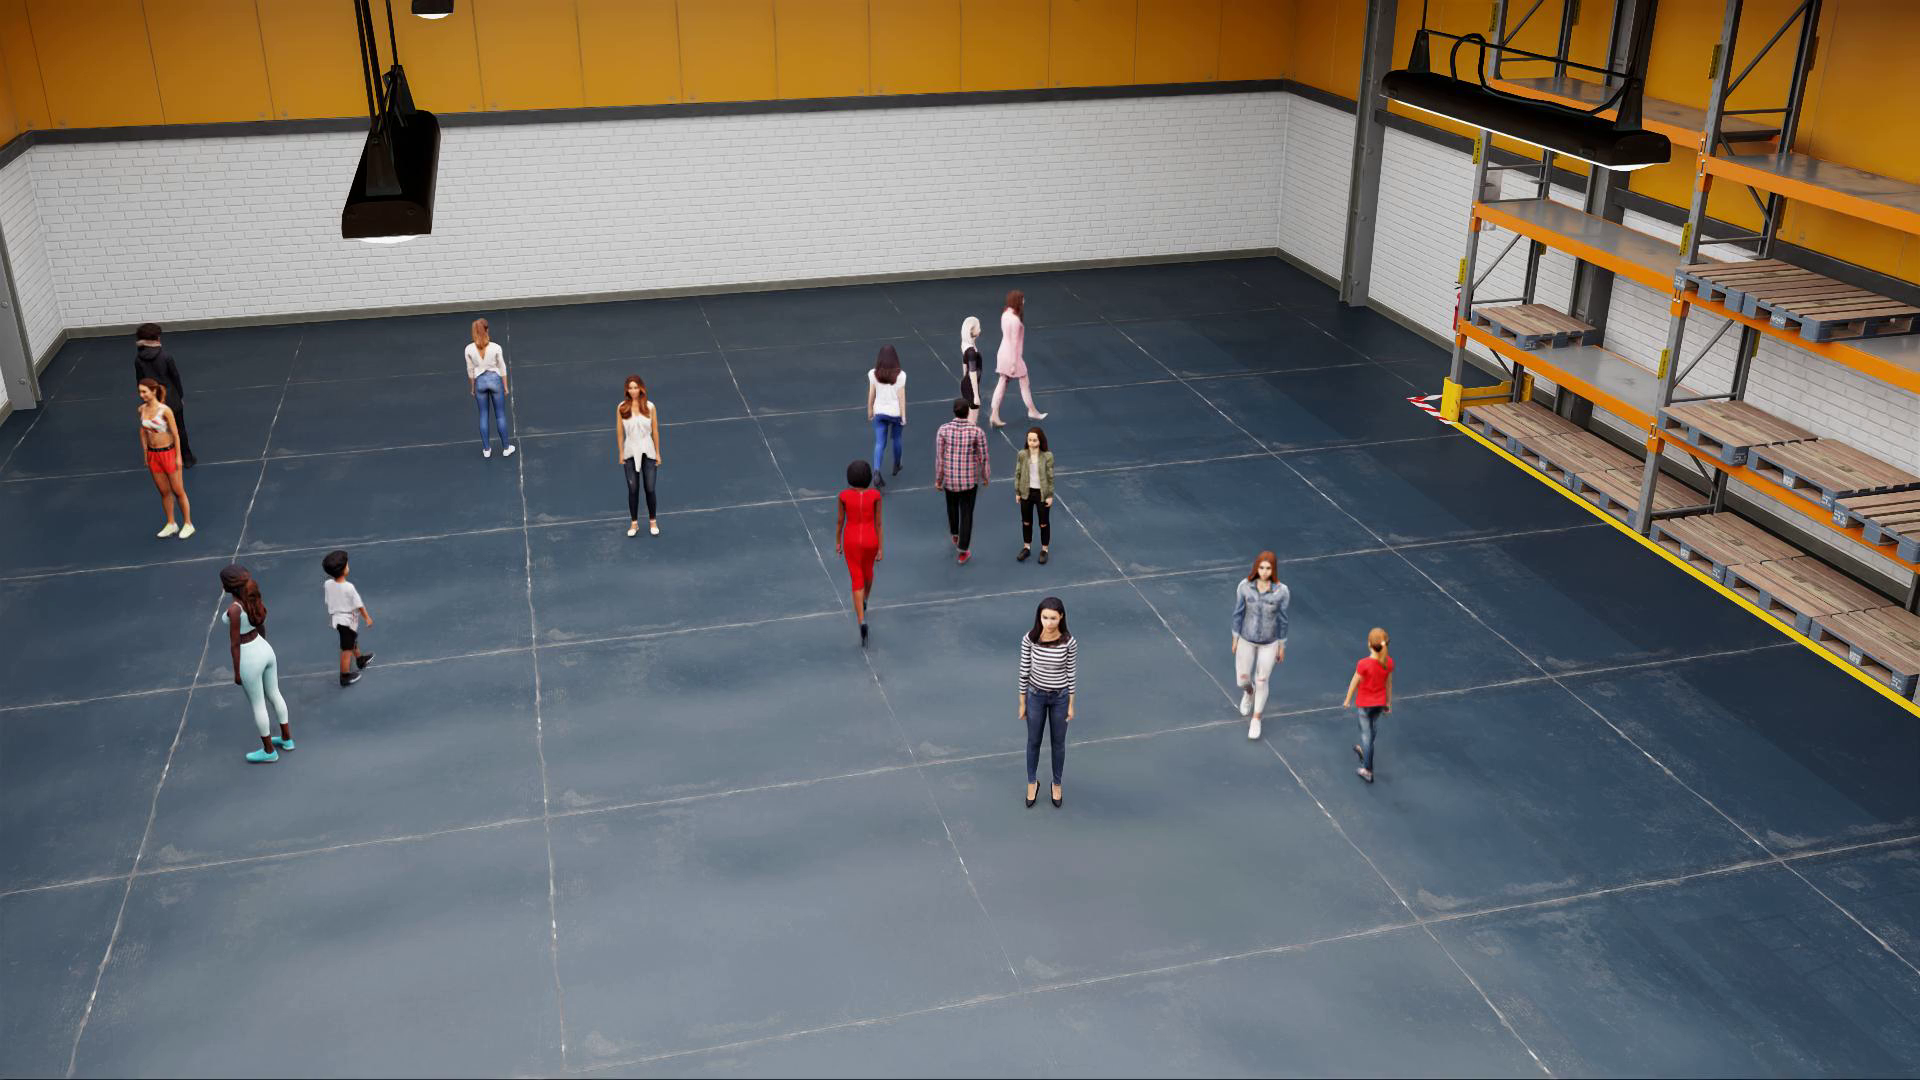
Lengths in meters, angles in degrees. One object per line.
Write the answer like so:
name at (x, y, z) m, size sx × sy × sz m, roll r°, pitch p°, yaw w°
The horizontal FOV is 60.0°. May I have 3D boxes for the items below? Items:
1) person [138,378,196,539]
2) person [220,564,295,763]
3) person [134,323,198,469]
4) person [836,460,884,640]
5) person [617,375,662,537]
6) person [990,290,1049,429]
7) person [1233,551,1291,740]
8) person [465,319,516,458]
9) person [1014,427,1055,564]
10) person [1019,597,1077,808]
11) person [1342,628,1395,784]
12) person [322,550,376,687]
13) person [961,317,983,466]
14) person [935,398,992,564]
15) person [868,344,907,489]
person at (-8.527, -0.885, 17.826) m, size 0.664 × 1.789 × 0.669 m, roll 4°, pitch 24°, yaw 10°
person at (-5.770, 0.994, 13.607) m, size 0.700 × 1.725 × 0.598 m, roll 5°, pitch 24°, yaw 11°
person at (-9.430, -1.687, 19.679) m, size 0.606 × 1.775 × 0.576 m, roll -6°, pitch 24°, yaw -13°
person at (-0.932, 0.121, 15.640) m, size 0.708 × 1.698 × 1.144 m, roll -2°, pitch 24°, yaw -6°
person at (-3.449, -0.917, 17.905) m, size 0.620 × 1.784 × 0.560 m, roll -3°, pitch 24°, yaw -7°
person at (0.564, -2.245, 20.963) m, size 0.847 × 1.768 × 1.010 m, roll -11°, pitch 26°, yaw -24°
person at (2.525, 0.832, 14.022) m, size 0.811 × 1.691 × 0.889 m, roll 7°, pitch 25°, yaw 15°
person at (-5.695, -1.844, 20.105) m, size 0.639 × 1.720 × 0.581 m, roll -2°, pitch 24°, yaw -5°
person at (0.784, -0.480, 17.291) m, size 0.653 × 1.476 × 0.667 m, roll 7°, pitch 25°, yaw 16°
person at (0.682, 1.259, 12.911) m, size 0.631 × 1.797 × 0.578 m, roll 1°, pitch 24°, yaw 3°
person at (3.327, 1.347, 13.335) m, size 0.485 × 1.295 × 0.710 m, roll -8°, pitch 25°, yaw -17°
person at (-5.525, 0.725, 14.832) m, size 0.743 × 1.238 × 0.823 m, roll 11°, pitch 26°, yaw 24°
person at (0.112, -1.772, 19.805) m, size 0.638 × 1.829 × 0.418 m, roll -5°, pitch 24°, yaw -12°
person at (0.001, -0.601, 17.239) m, size 0.969 × 1.738 × 1.123 m, roll 4°, pitch 24°, yaw 9°
person at (-0.852, -1.368, 19.114) m, size 0.948 × 1.643 × 1.196 m, roll 5°, pitch 24°, yaw 12°
